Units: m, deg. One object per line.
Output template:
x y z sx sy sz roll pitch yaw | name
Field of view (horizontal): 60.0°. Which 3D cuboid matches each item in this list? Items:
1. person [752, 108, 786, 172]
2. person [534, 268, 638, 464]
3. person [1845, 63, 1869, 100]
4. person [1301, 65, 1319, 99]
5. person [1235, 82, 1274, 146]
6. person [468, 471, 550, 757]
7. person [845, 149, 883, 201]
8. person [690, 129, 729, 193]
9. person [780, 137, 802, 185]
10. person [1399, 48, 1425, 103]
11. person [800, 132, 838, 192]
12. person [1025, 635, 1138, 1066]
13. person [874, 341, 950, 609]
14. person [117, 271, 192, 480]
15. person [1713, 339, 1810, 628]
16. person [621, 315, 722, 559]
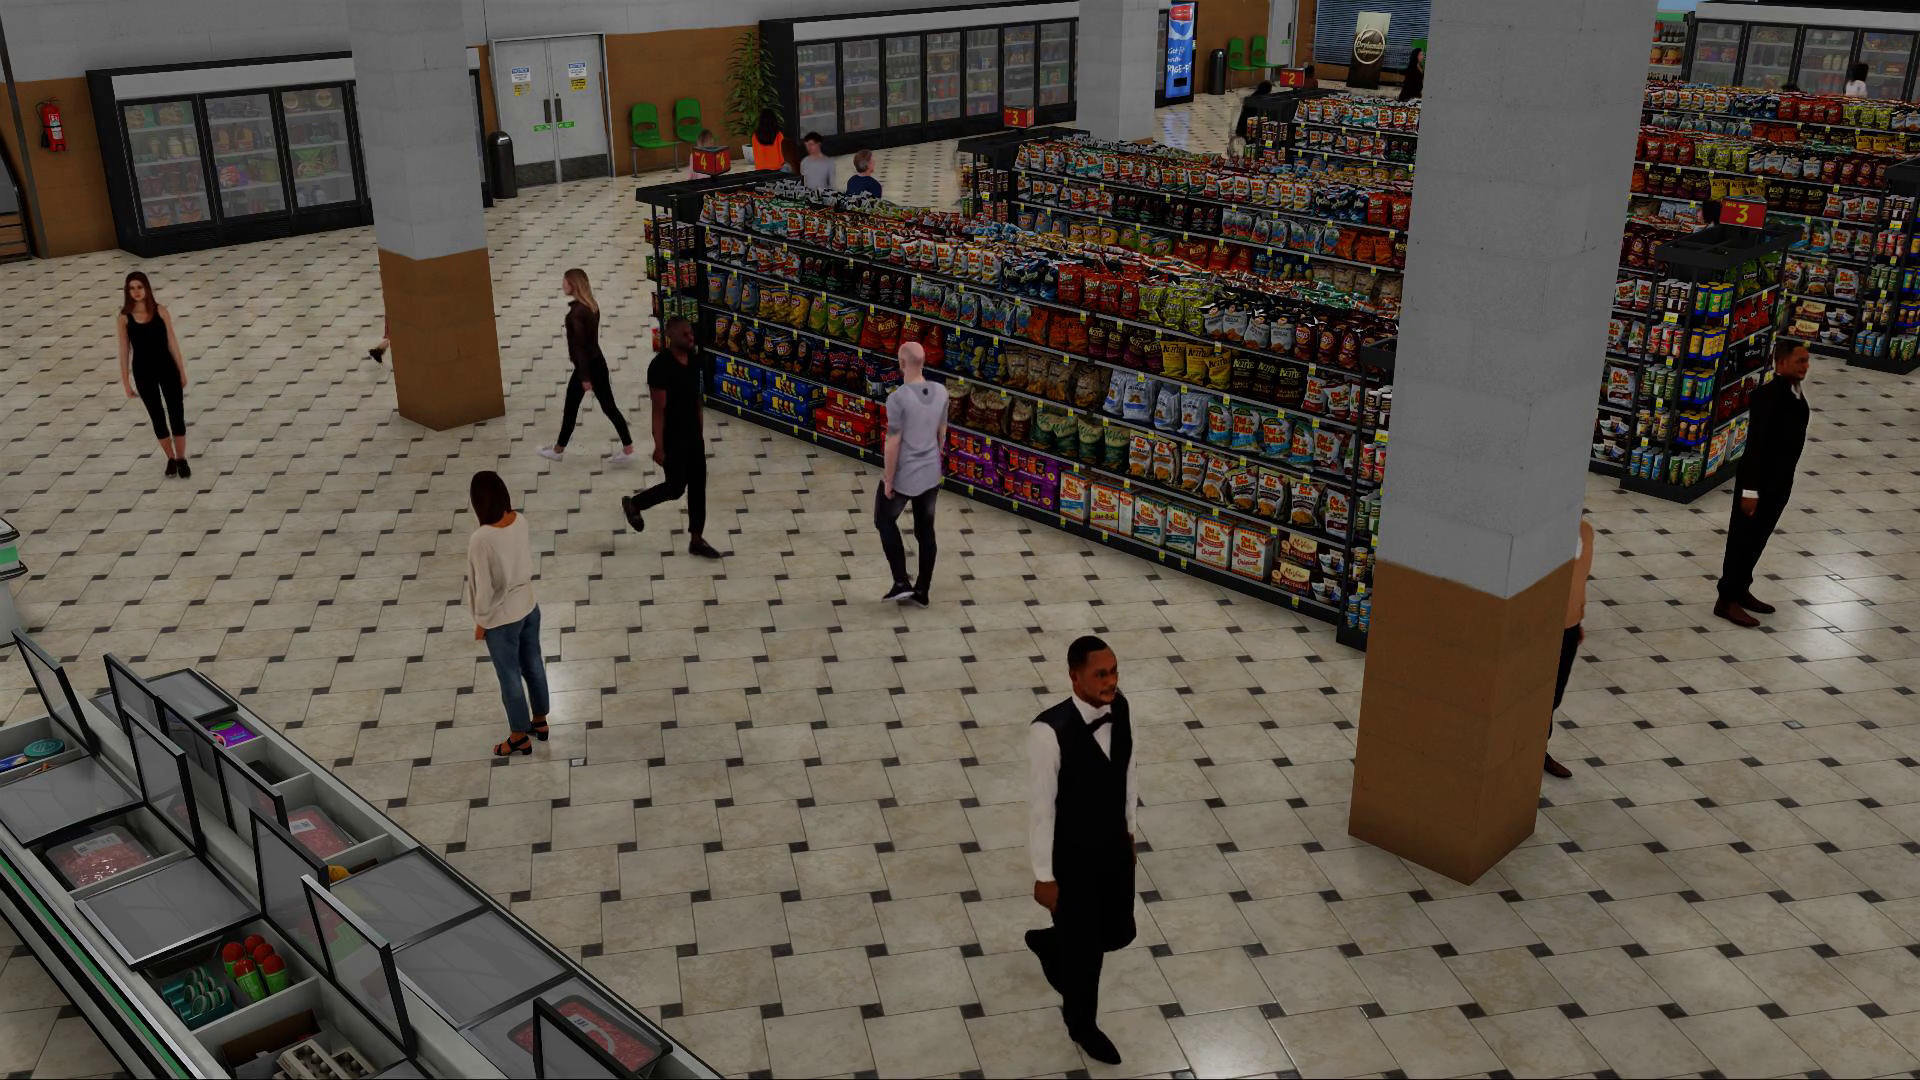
-2.573 -4.977 22.560 0.659 1.748 0.766 5 23 13 | person
-2.979 -1.373 13.720 1.191 1.651 1.037 4 22 9 | person
15.328 -7.374 28.720 1.024 1.603 1.094 -6 23 -13 | person
6.676 -8.448 31.861 0.417 1.254 0.583 19 29 39 | person
4.635 -6.462 26.500 0.868 1.566 0.753 15 26 32 | person
-2.505 0.407 9.255 0.659 1.677 0.682 10 24 23 | person
-1.033 -3.383 18.428 0.465 1.871 0.721 19 29 40 | person
-3.185 -4.289 20.997 1.099 1.637 1.115 2 22 4 | person
-2.042 -4.058 20.334 0.694 1.703 0.689 5 22 13 | person
8.047 -7.960 30.032 1.187 1.712 0.853 13 25 29 | person
-1.666 -3.964 19.926 0.837 1.832 0.890 4 22 11 | person
0.465 1.231 6.892 0.772 1.910 0.932 -16 27 -34 | person
-0.257 -0.391 11.054 0.753 1.818 0.704 -16 27 -35 | person
-6.560 -1.362 13.608 0.748 1.714 0.806 -7 23 -16 | person
5.287 -0.394 10.946 0.686 1.904 0.590 -20 29 -40 | person
-2.101 -0.733 11.936 1.117 1.795 0.876 9 24 22 | person
